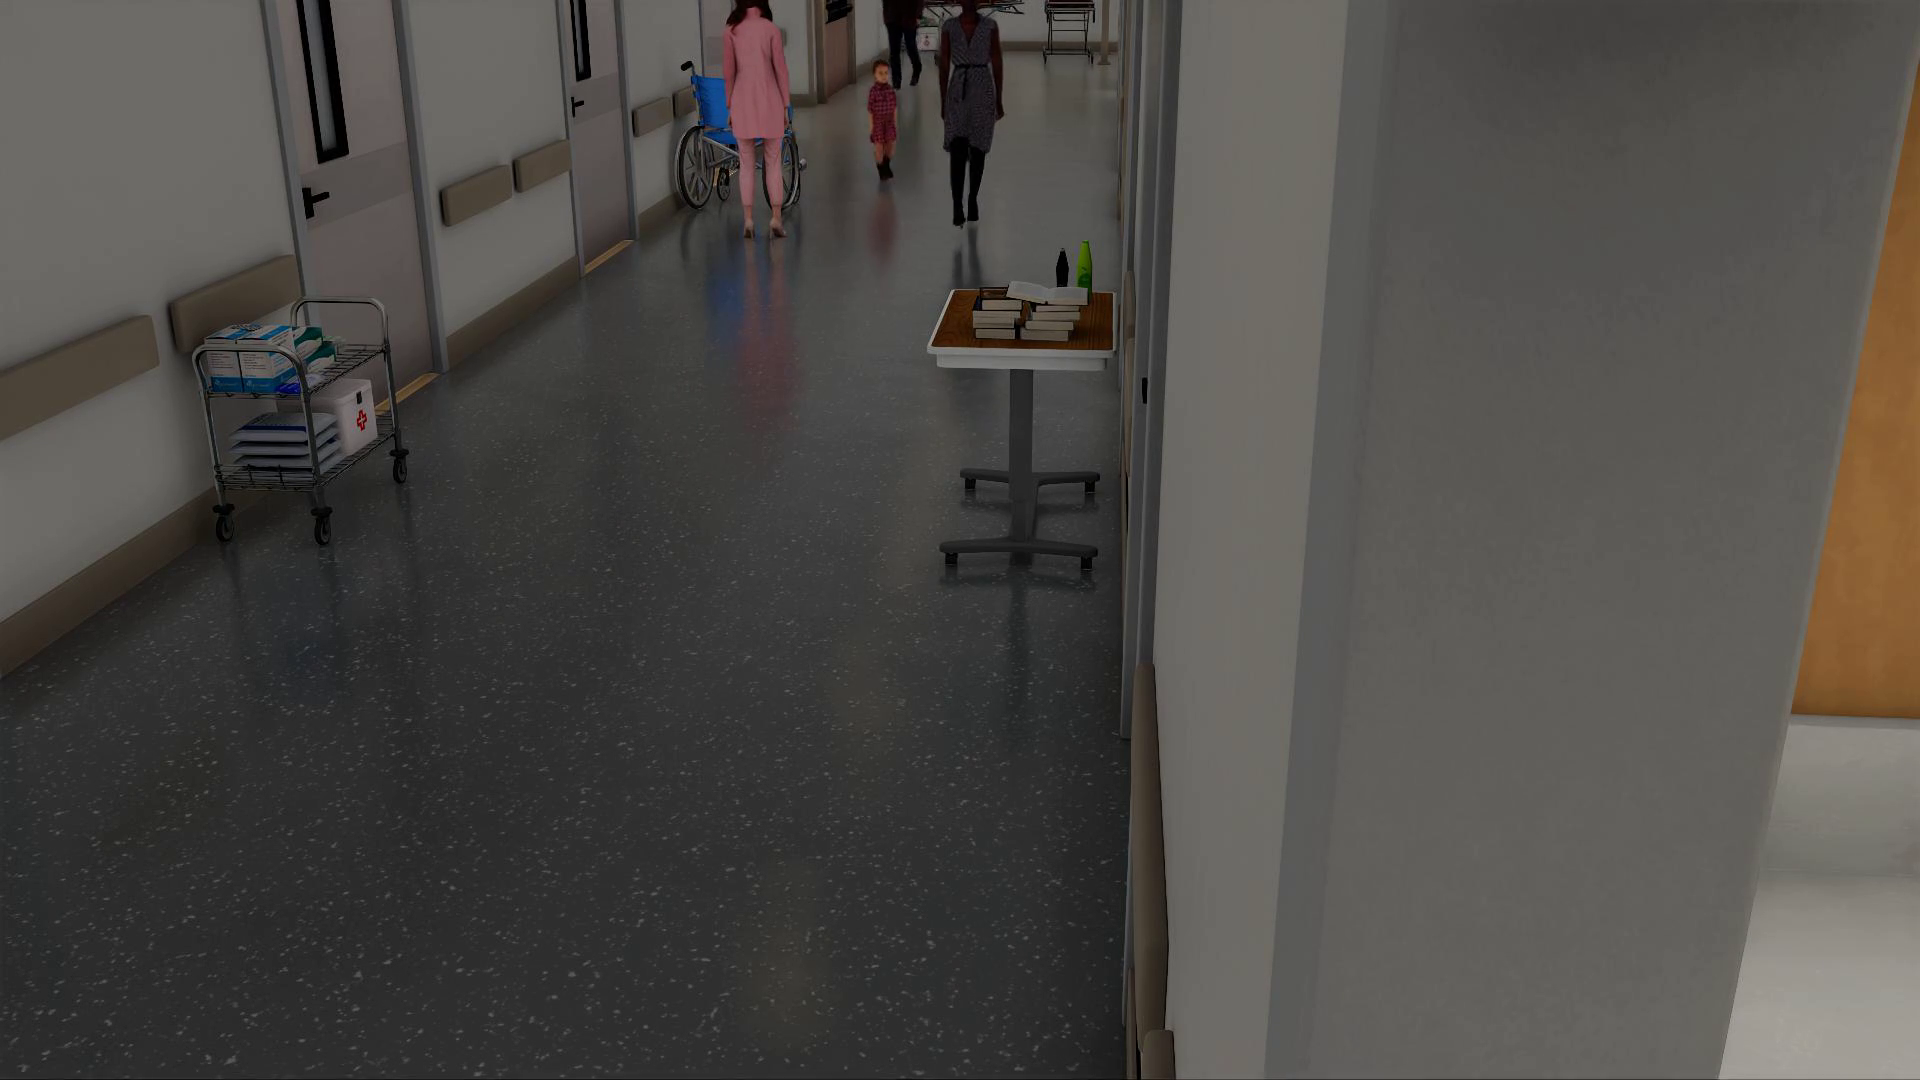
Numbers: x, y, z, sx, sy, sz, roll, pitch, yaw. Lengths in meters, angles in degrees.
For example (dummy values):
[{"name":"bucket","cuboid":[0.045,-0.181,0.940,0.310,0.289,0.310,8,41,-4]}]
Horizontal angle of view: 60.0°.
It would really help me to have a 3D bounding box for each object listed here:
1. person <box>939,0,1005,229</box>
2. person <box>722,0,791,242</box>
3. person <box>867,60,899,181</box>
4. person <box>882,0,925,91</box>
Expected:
[{"name":"person","cuboid":[0.090,-3.172,12.188,0.698,1.750,1.138,0,21,-1]},{"name":"person","cuboid":[-1.439,-3.037,11.758,0.629,1.801,0.548,0,21,-1]},{"name":"person","cuboid":[-0.684,-3.681,14.570,0.498,1.014,0.534,-9,22,-22]},{"name":"person","cuboid":[-0.722,-6.803,21.687,0.901,1.812,1.202,6,21,15]}]
